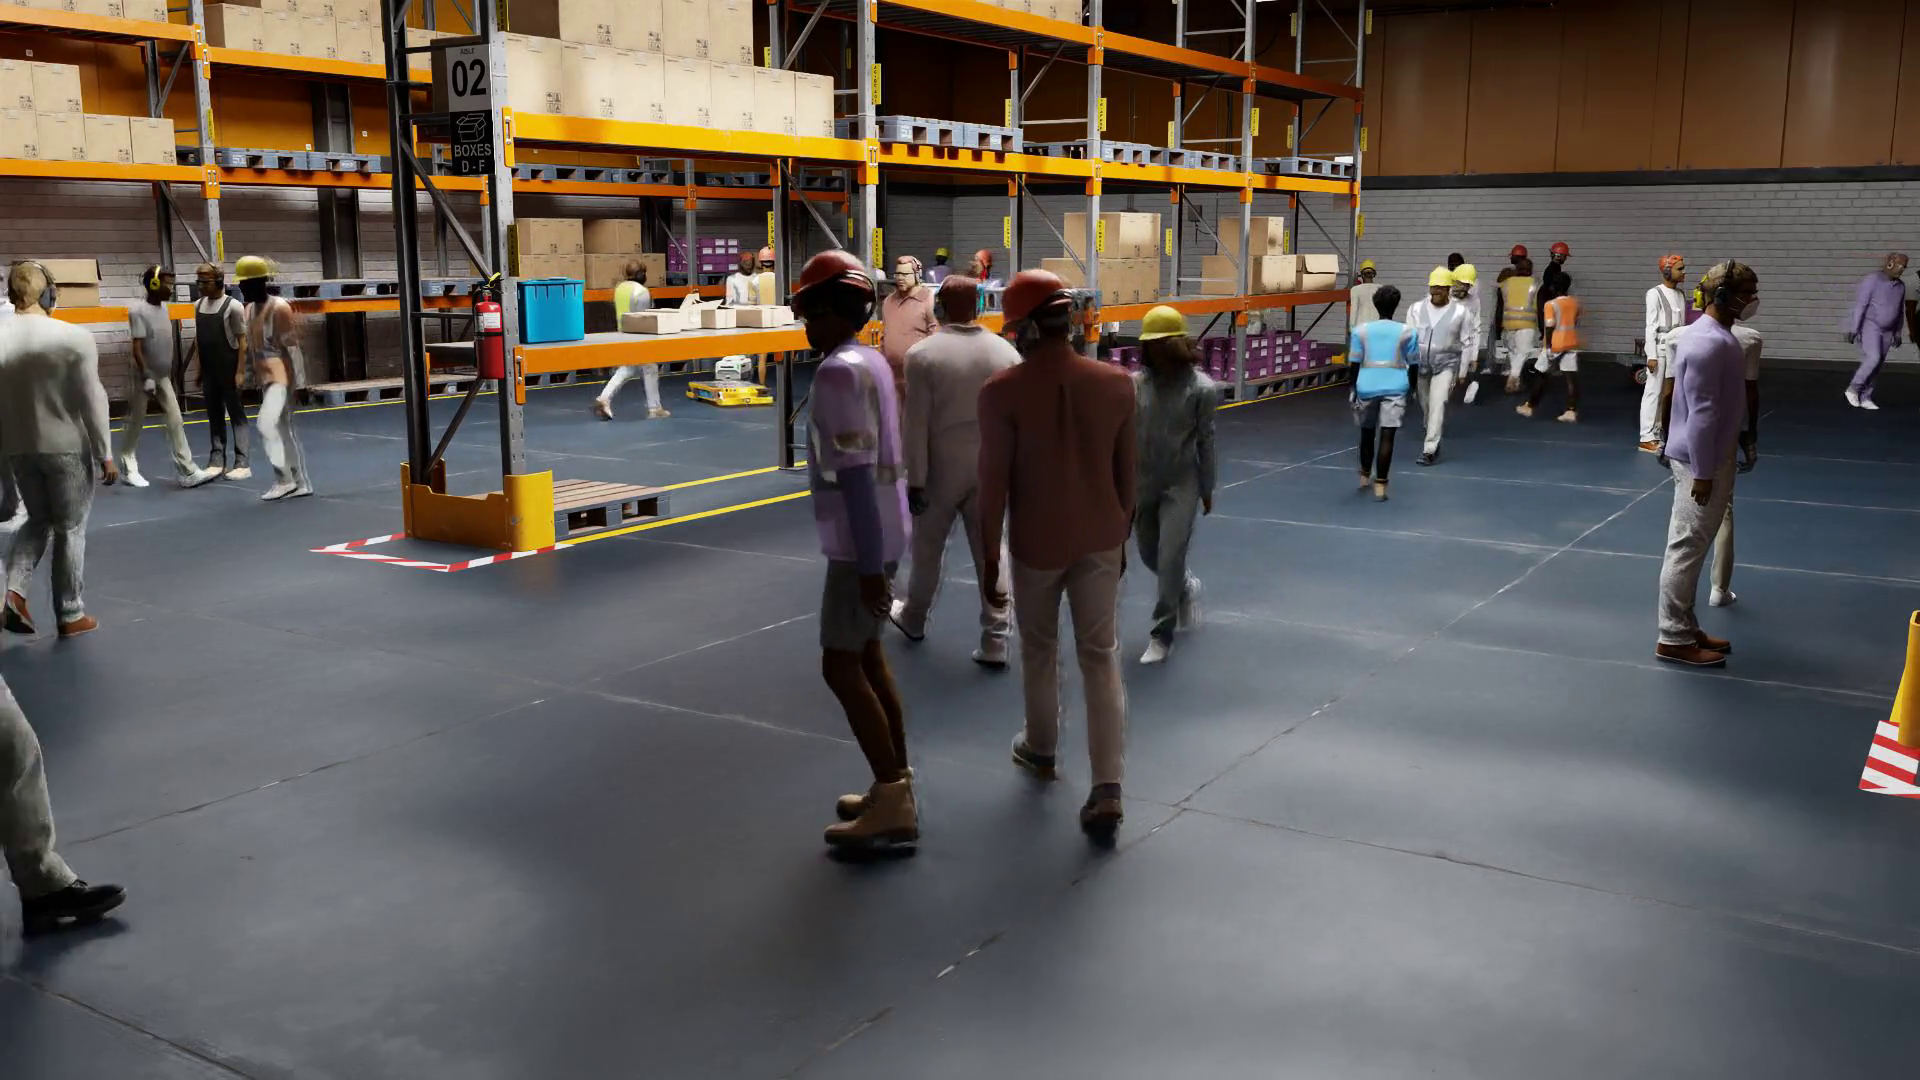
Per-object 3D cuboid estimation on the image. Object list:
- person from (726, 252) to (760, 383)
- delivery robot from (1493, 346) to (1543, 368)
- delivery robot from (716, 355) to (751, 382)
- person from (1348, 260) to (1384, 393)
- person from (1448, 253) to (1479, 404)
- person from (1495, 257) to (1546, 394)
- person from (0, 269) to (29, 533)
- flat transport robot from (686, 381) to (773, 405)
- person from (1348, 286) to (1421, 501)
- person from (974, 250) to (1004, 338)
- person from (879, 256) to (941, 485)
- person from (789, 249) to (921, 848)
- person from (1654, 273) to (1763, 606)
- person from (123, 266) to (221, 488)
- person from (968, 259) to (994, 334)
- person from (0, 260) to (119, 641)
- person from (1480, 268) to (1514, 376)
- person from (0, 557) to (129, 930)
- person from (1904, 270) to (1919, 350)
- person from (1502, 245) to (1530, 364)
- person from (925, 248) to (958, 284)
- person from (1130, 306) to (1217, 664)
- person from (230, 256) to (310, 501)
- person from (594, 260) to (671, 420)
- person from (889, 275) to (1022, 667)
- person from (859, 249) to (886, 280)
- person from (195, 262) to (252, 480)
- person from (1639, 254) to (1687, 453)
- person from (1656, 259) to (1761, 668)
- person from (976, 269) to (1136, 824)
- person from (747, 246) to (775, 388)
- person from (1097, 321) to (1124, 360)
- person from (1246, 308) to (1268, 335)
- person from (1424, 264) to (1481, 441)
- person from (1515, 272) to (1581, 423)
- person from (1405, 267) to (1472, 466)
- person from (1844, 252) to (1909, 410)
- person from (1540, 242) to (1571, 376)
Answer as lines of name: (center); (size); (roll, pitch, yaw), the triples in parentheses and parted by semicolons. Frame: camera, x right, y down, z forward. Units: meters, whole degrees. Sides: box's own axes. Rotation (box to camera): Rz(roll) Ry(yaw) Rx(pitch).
person: (-3.044, -3.152, 23.596); (0.607, 1.864, 0.625); (-4, 11, -20)
delivery robot: (8.355, -2.784, 24.917); (0.707, 0.478, 0.477); (3, 11, 18)
delivery robot: (-3.039, -2.319, 22.336); (0.477, 0.478, 0.707); (1, 10, 7)
person: (5.361, -2.802, 21.927); (0.526, 1.765, 0.329); (-2, 10, -13)
person: (6.129, -2.595, 20.501); (0.595, 1.874, 0.776); (-2, 10, -9)
person: (7.381, -2.824, 21.950); (0.628, 1.798, 0.912); (8, 13, 36)
person: (-6.691, -1.024, 11.591); (0.402, 1.937, 0.603); (-9, 14, -42)
flat transport robot: (-2.896, -1.850, 20.787); (0.652, 0.197, 1.431); (-5, 11, -27)
person: (3.365, -1.171, 13.157); (0.545, 1.652, 0.868); (4, 11, 23)
person: (0.231, -2.704, 21.025); (0.558, 1.878, 1.007); (8, 13, 39)
person: (-0.413, -1.344, 13.489); (0.636, 1.899, 0.401); (9, 14, 41)
person: (-0.360, 0.017, 5.668); (0.524, 1.992, 0.658); (2, 10, 10)
person: (4.146, -0.566, 9.226); (0.531, 1.876, 0.322); (5, 11, 25)
person: (-6.524, -1.309, 13.520); (0.970, 1.801, 0.570); (3, 11, 17)
person: (0.184, -2.271, 18.867); (0.574, 1.809, 0.839); (5, 12, 28)
person: (-4.578, -0.427, 8.321); (0.632, 1.924, 0.499); (1, 10, 6)
person: (8.106, -3.259, 24.908); (0.511, 1.611, 0.563); (-2, 11, -13)
person: (-2.753, 0.294, 4.644); (0.778, 1.801, 0.629); (-3, 11, -19)
person: (11.932, -2.654, 20.338); (0.738, 2.000, 0.638); (3, 11, 16)
person: (9.052, -3.819, 27.065); (0.347, 1.941, 0.550); (7, 12, 33)
person: (-0.349, -4.001, 28.241); (0.600, 1.875, 0.889); (-2, 10, -12)
person: (1.048, -0.297, 8.178); (0.489, 1.715, 0.742); (6, 12, 31)
person: (-5.336, -1.235, 12.853); (0.636, 1.897, 0.592); (9, 14, 41)
person: (-3.718, -2.247, 18.752); (0.624, 1.811, 0.876); (10, 14, 43)
person: (-0.020, -0.349, 8.080); (0.675, 1.849, 1.008); (-5, 11, -25)
person: (-1.092, -2.662, 20.376); (0.610, 2.042, 0.396); (10, 14, 43)
person: (-6.258, -1.422, 14.067); (0.507, 1.840, 0.343); (4, 11, 19)
person: (6.743, -1.776, 15.906); (0.577, 1.884, 0.353); (-9, 13, -40)
person: (3.566, -0.364, 7.956); (0.361, 1.932, 0.630); (5, 11, 26)
person: (0.365, 0.012, 5.898); (0.627, 1.926, 1.029); (-2, 10, -12)
person: (-2.390, -2.702, 20.879); (0.543, 1.941, 0.357); (-1, 10, -8)
person: (2.191, -3.472, 25.076); (0.613, 1.965, 0.361); (2, 10, 11)
person: (4.524, -3.300, 25.092); (0.590, 1.609, 0.537); (-5, 11, -25)
person: (4.889, -1.859, 16.637); (0.664, 1.783, 0.609); (-1, 10, -8)
person: (6.663, -2.167, 18.693); (0.542, 1.661, 0.831); (-4, 11, -22)
person: (4.335, -1.589, 15.179); (0.585, 1.788, 0.946); (6, 12, 32)
person: (10.949, -2.478, 19.836); (0.728, 1.870, 0.422); (-4, 11, -19)
person: (8.900, -3.454, 24.911); (0.386, 1.989, 0.608); (2, 10, 10)
